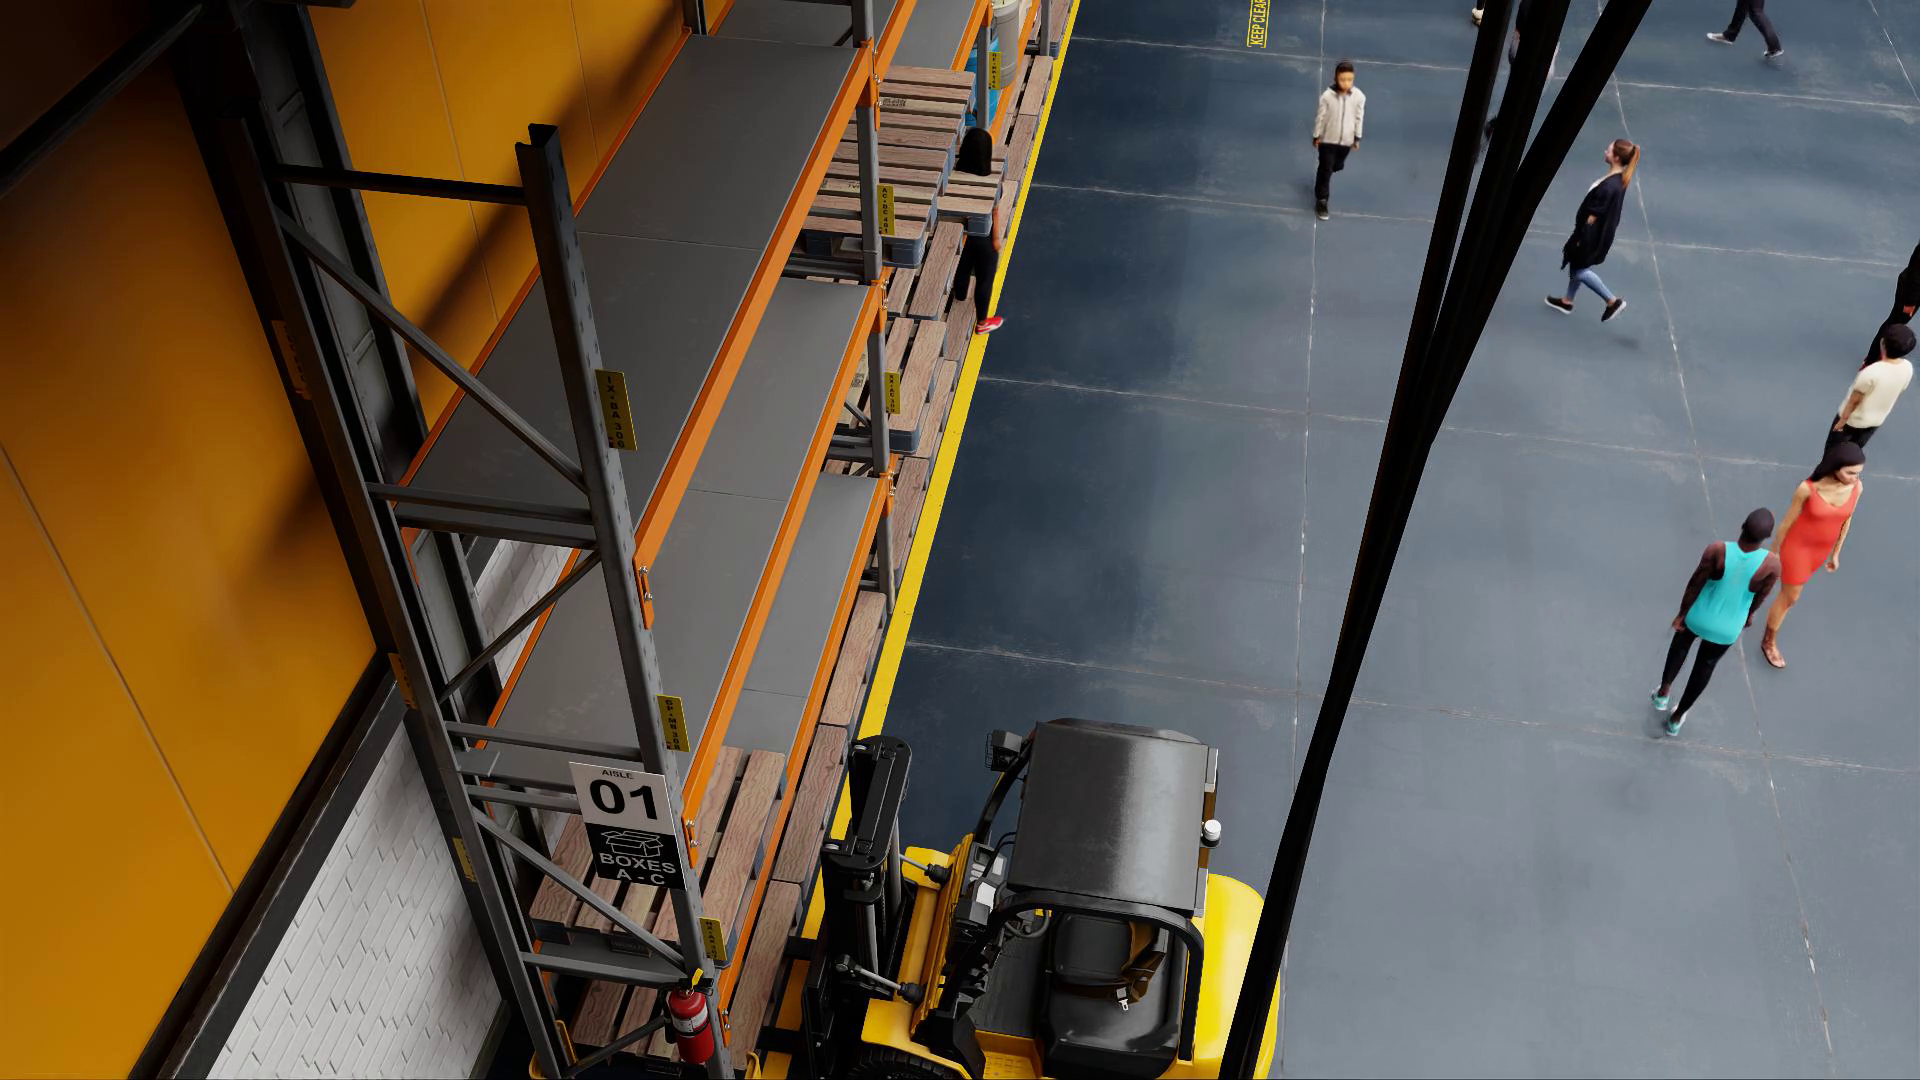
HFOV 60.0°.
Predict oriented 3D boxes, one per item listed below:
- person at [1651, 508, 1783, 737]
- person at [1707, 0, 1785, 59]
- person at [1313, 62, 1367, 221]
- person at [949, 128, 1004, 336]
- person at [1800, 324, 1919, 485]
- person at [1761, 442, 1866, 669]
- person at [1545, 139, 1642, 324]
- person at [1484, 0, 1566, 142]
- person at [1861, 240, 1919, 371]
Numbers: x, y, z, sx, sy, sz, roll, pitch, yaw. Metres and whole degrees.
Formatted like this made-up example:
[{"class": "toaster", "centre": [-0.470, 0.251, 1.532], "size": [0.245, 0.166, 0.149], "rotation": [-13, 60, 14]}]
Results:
[{"class": "person", "centre": [4.659, 0.568, 10.312], "size": [0.710, 1.797, 0.751], "rotation": [22, 48, 21]}, {"class": "person", "centre": [8.306, -5.799, 16.980], "size": [1.127, 1.818, 1.078], "rotation": [-33, 53, -30]}, {"class": "person", "centre": [3.380, -3.670, 15.022], "size": [0.758, 1.437, 0.945], "rotation": [-6, 44, -6]}, {"class": "person", "centre": [0.120, -2.513, 13.533], "size": [0.804, 1.815, 0.771], "rotation": [-34, 53, -31]}, {"class": "person", "centre": [6.499, -0.869, 11.974], "size": [0.700, 1.585, 0.724], "rotation": [-7, 44, -7]}, {"class": "person", "centre": [5.559, -0.011, 10.998], "size": [0.804, 1.690, 1.131], "rotation": [-6, 44, -7]}, {"class": "person", "centre": [5.270, -2.478, 13.604], "size": [0.925, 1.666, 0.951], "rotation": [27, 50, 25]}, {"class": "person", "centre": [5.331, -4.485, 15.658], "size": [1.047, 1.740, 1.007], "rotation": [-23, 48, -22]}, {"class": "person", "centre": [7.490, -1.973, 13.071], "size": [0.739, 1.672, 0.620], "rotation": [26, 50, 25]}]
